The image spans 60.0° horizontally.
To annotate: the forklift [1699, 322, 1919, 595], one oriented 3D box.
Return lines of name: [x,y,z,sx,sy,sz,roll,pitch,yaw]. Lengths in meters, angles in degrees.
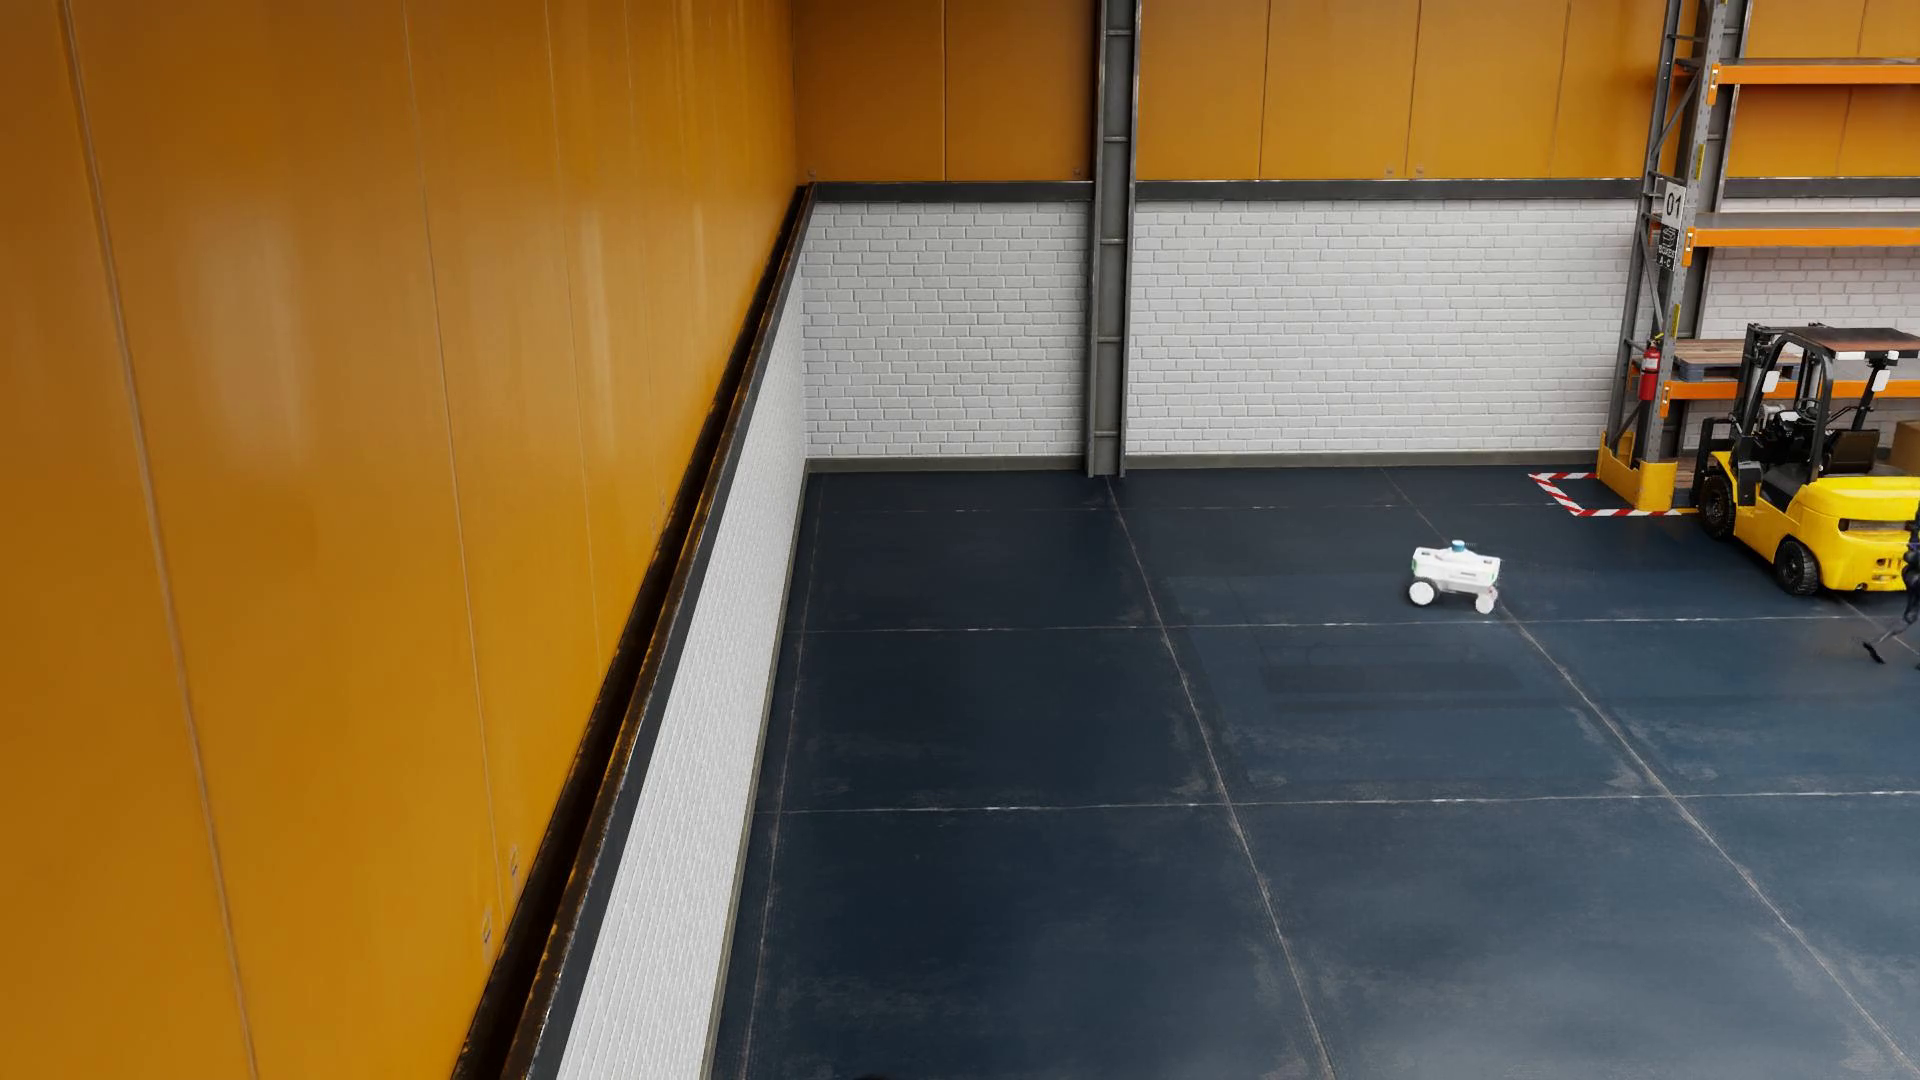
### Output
forklift: [7.809,-0.792,14.926,1.214,2.155,2.313,-1,20,-2]

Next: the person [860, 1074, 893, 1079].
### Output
person: [-0.278,2.704,6.160,0.322,1.696,0.535,-6,21,-16]

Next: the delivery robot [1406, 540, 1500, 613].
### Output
delivery robot: [4.250,0.300,14.333,0.802,0.600,0.499,8,22,22]

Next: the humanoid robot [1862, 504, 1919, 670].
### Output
humanoid robot: [7.502,0.239,12.939,0.591,1.653,0.614,-2,20,-6]
